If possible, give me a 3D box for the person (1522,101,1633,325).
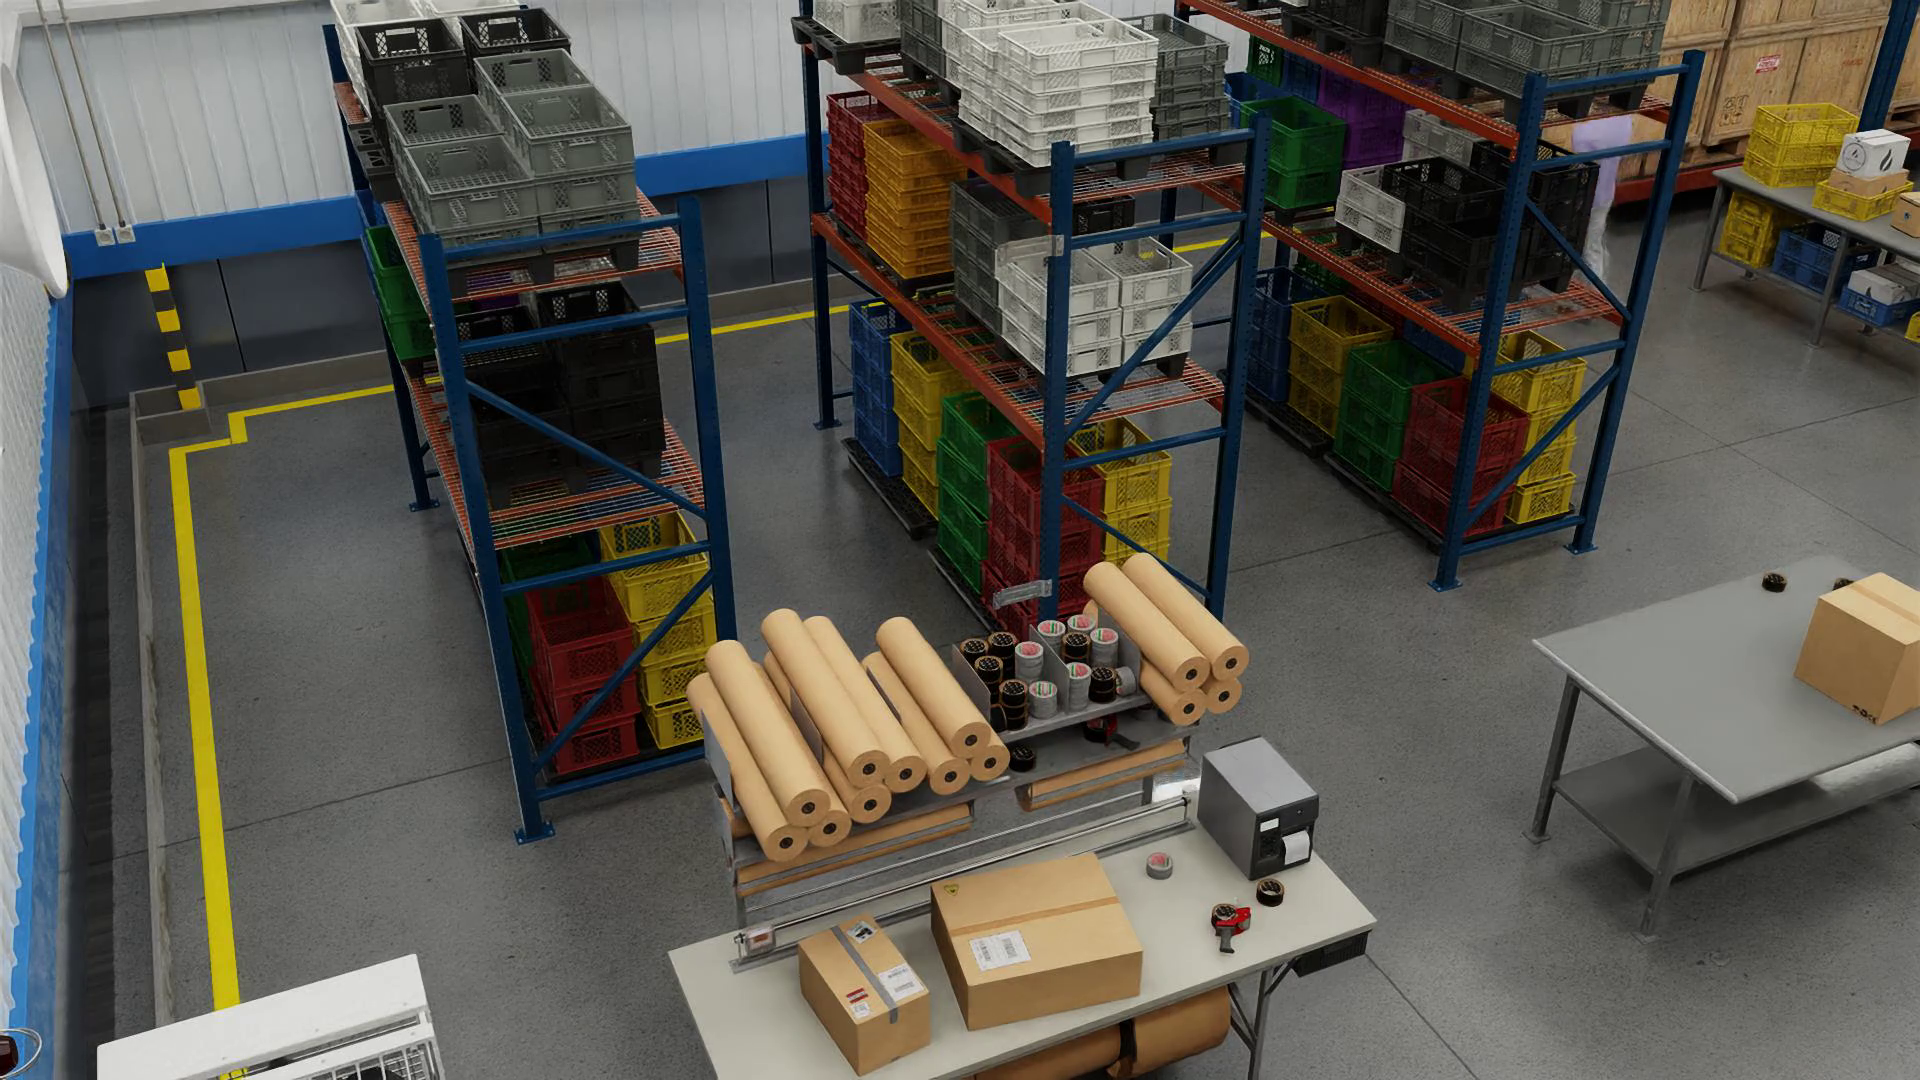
[{"bbox_3d":[4.644,-2.624,12.650,0.634,1.908,0.851,-19,36,-28],"label":"person"}]
